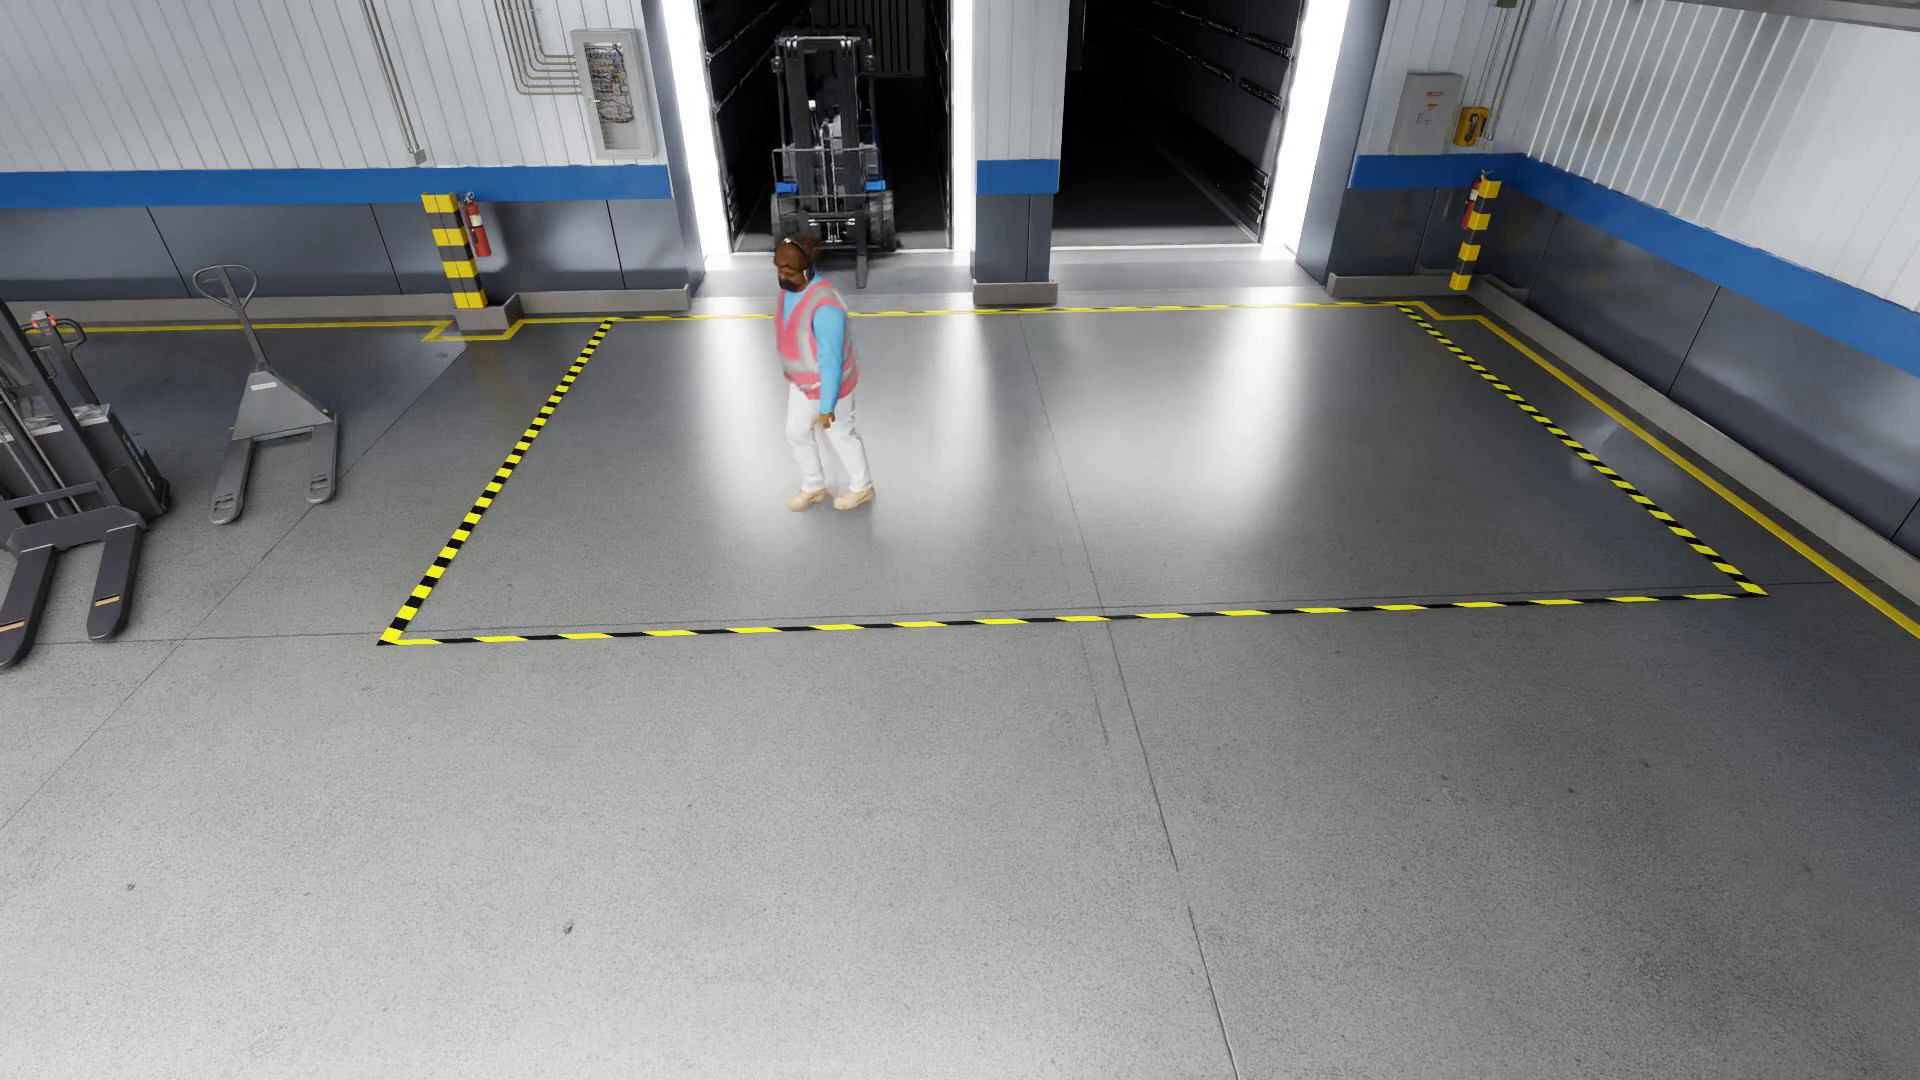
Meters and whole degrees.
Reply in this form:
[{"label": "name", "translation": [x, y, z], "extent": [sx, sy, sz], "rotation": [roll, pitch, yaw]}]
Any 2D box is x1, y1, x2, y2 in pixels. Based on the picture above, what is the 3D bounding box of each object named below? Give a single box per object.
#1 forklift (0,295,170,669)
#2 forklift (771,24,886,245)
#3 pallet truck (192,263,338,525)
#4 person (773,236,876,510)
[{"label": "forklift", "translation": [-5.212, -0.618, 4.878], "extent": [0.823, 1.965, 1.885], "rotation": [-20, 39, -26]}, {"label": "forklift", "translation": [-1.453, -4.651, 10.345], "extent": [1.157, 2.036, 2.680], "rotation": [-3, 35, -4]}, {"label": "pallet truck", "translation": [-4.778, -1.027, 6.128], "extent": [0.680, 1.201, 1.601], "rotation": [-17, 38, -23]}, {"label": "person", "translation": [-0.814, -0.938, 5.507], "extent": [0.577, 1.804, 0.642], "rotation": [-23, 41, -30]}]
